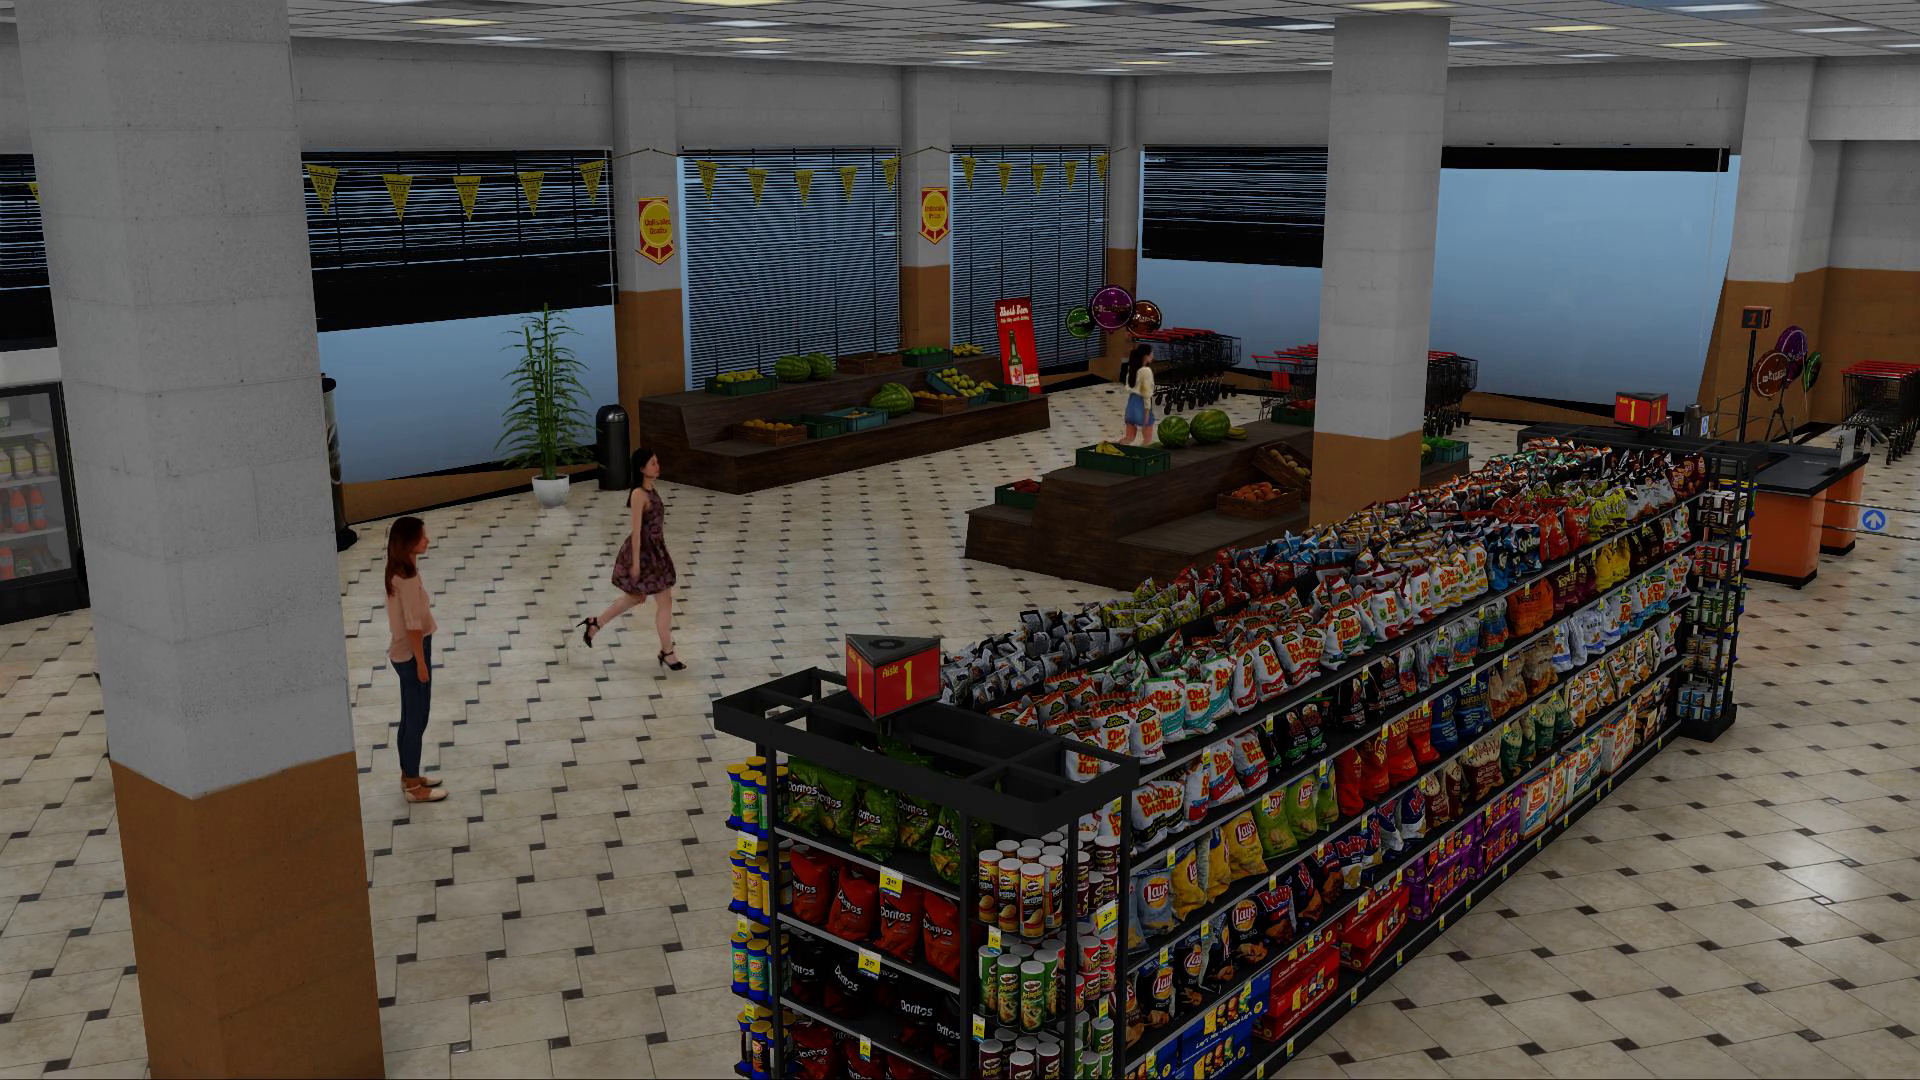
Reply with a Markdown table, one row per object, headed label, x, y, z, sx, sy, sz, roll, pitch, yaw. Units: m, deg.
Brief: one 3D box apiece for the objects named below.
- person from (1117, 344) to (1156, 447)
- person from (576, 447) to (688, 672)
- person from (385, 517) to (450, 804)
| label | x | y | z | sx | sy | sz | roll | pitch | yaw |
| --- | --- | --- | --- | --- | --- | --- | --- | --- | --- |
| person | 2.098 | -1.547 | 20.088 | 1.077 | 1.609 | 0.801 | -10 | 17 | -35 |
| person | -2.473 | 0.169 | 12.718 | 1.112 | 1.749 | 1.101 | 0 | 14 | 1 |
| person | -3.406 | 0.731 | 10.314 | 0.661 | 1.789 | 0.671 | -6 | 15 | -24 |
